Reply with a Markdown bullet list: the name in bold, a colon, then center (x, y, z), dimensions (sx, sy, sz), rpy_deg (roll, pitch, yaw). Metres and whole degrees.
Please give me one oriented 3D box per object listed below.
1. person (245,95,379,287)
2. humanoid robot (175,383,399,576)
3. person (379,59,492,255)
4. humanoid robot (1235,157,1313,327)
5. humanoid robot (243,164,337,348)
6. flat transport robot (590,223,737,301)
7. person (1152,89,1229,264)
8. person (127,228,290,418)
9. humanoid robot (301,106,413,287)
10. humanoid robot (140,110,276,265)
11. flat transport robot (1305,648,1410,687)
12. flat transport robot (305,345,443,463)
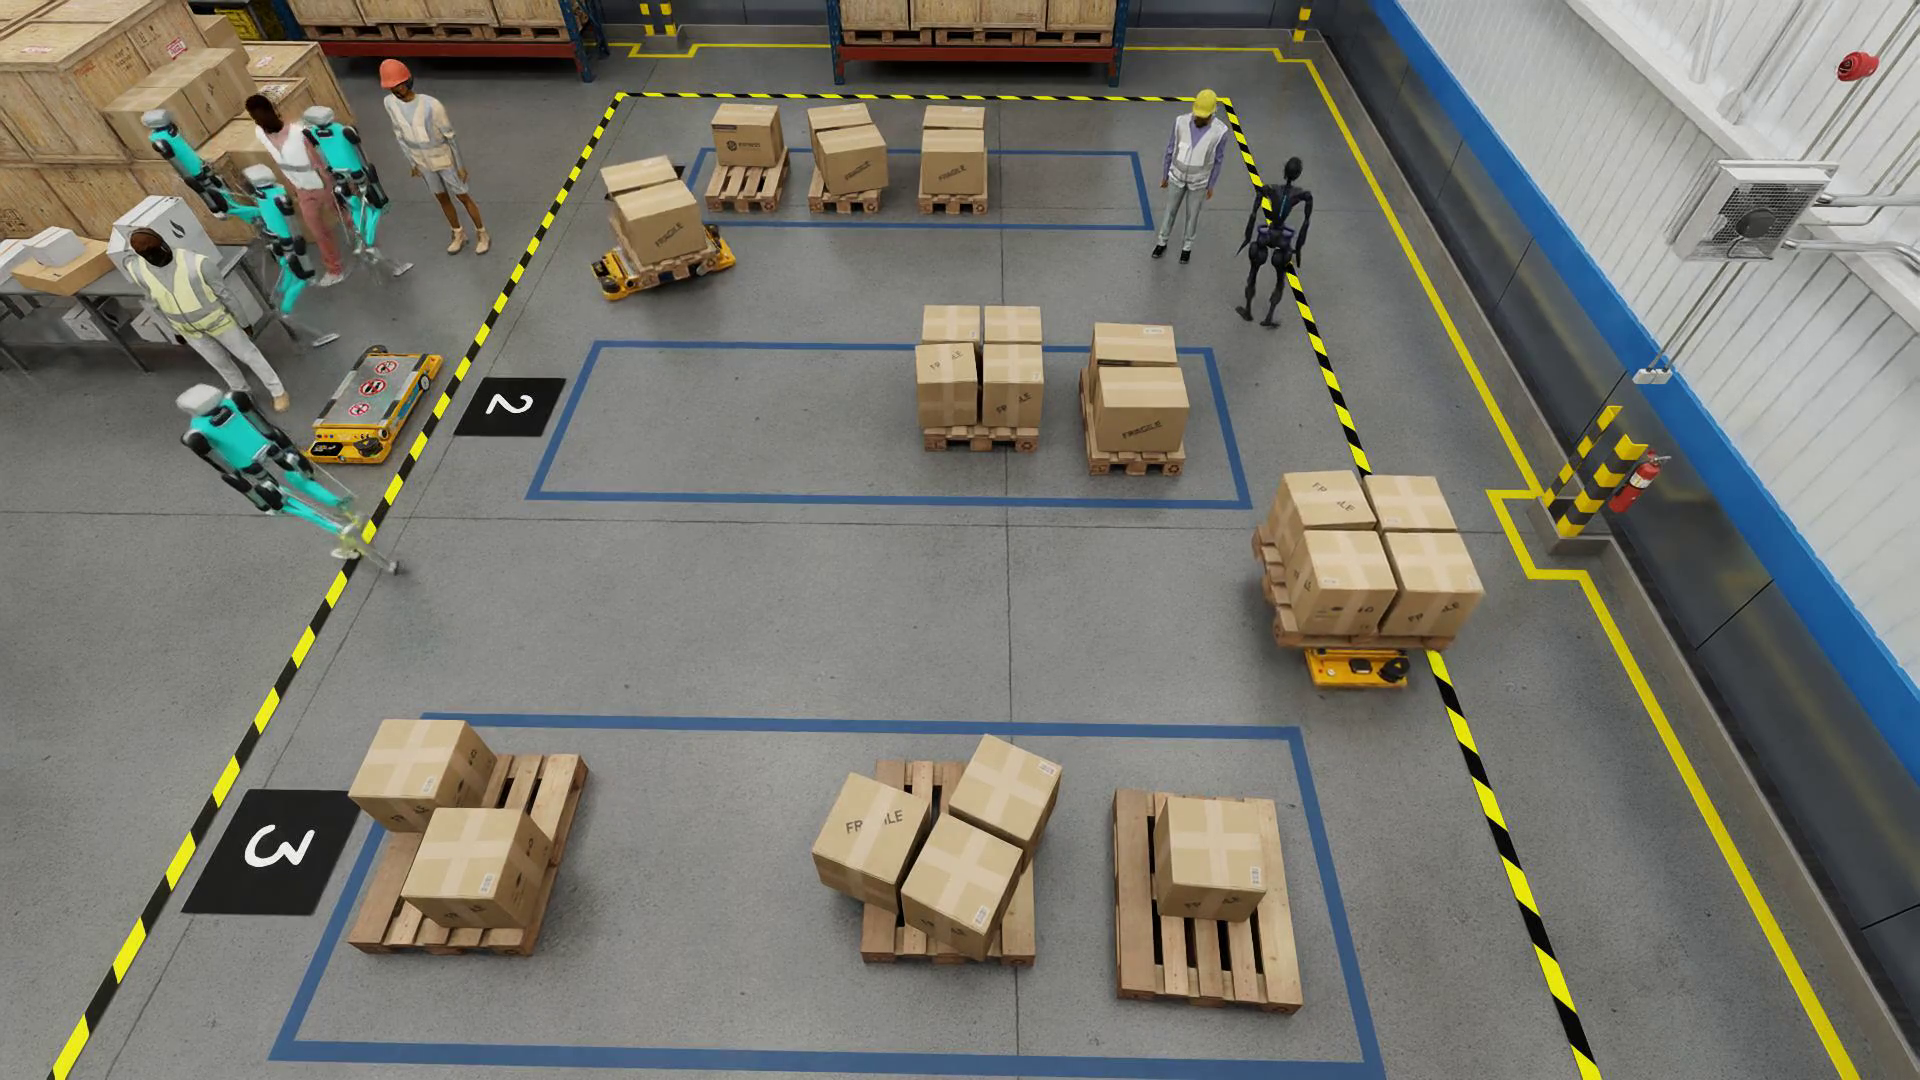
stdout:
- **person**: center (-6.586, -3.511, 9.283), dimensions (0.645, 1.881, 0.903), rpy_deg (6, 50, 5)
- **humanoid robot**: center (-4.769, -0.360, 6.751), dimensions (0.936, 1.813, 0.557), rpy_deg (9, 50, 8)
- **person**: center (-5.462, -3.933, 9.533), dimensions (0.604, 2.045, 0.377), rpy_deg (3, 50, 3)
- **humanoid robot**: center (3.012, -2.824, 8.839), dimensions (0.606, 1.645, 0.477), rpy_deg (15, 51, 12)
- **humanoid robot**: center (-6.335, -2.488, 8.572), dimensions (0.558, 1.851, 0.775), rpy_deg (31, 56, 24)
- **flat transport robot**: center (-3.215, -3.031, 9.913), dimensions (1.431, 0.197, 0.652), rpy_deg (-23, 54, -18)
- **person**: center (2.379, -3.760, 9.526), dimensions (0.586, 1.828, 0.404), rpy_deg (18, 52, 15)
- **person**: center (-6.482, -1.857, 7.917), dimensions (0.632, 1.834, 0.429), rpy_deg (-11, 51, -9)
- **humanoid robot**: center (-6.110, -3.302, 9.276), dimensions (0.557, 1.901, 0.744), rpy_deg (2, 50, 1)
- **humanoid robot**: center (-7.482, -3.553, 9.406), dimensions (0.971, 1.738, 0.543), rpy_deg (-17, 52, -14)
- **flat transport robot**: center (2.878, 0.450, 6.968), dimensions (0.652, 0.197, 1.431), rpy_deg (1, 50, 1)
- **flat transport robot**: center (-5.383, -1.269, 8.441), dimensions (0.659, 0.231, 1.431), rpy_deg (1, 50, 1)
